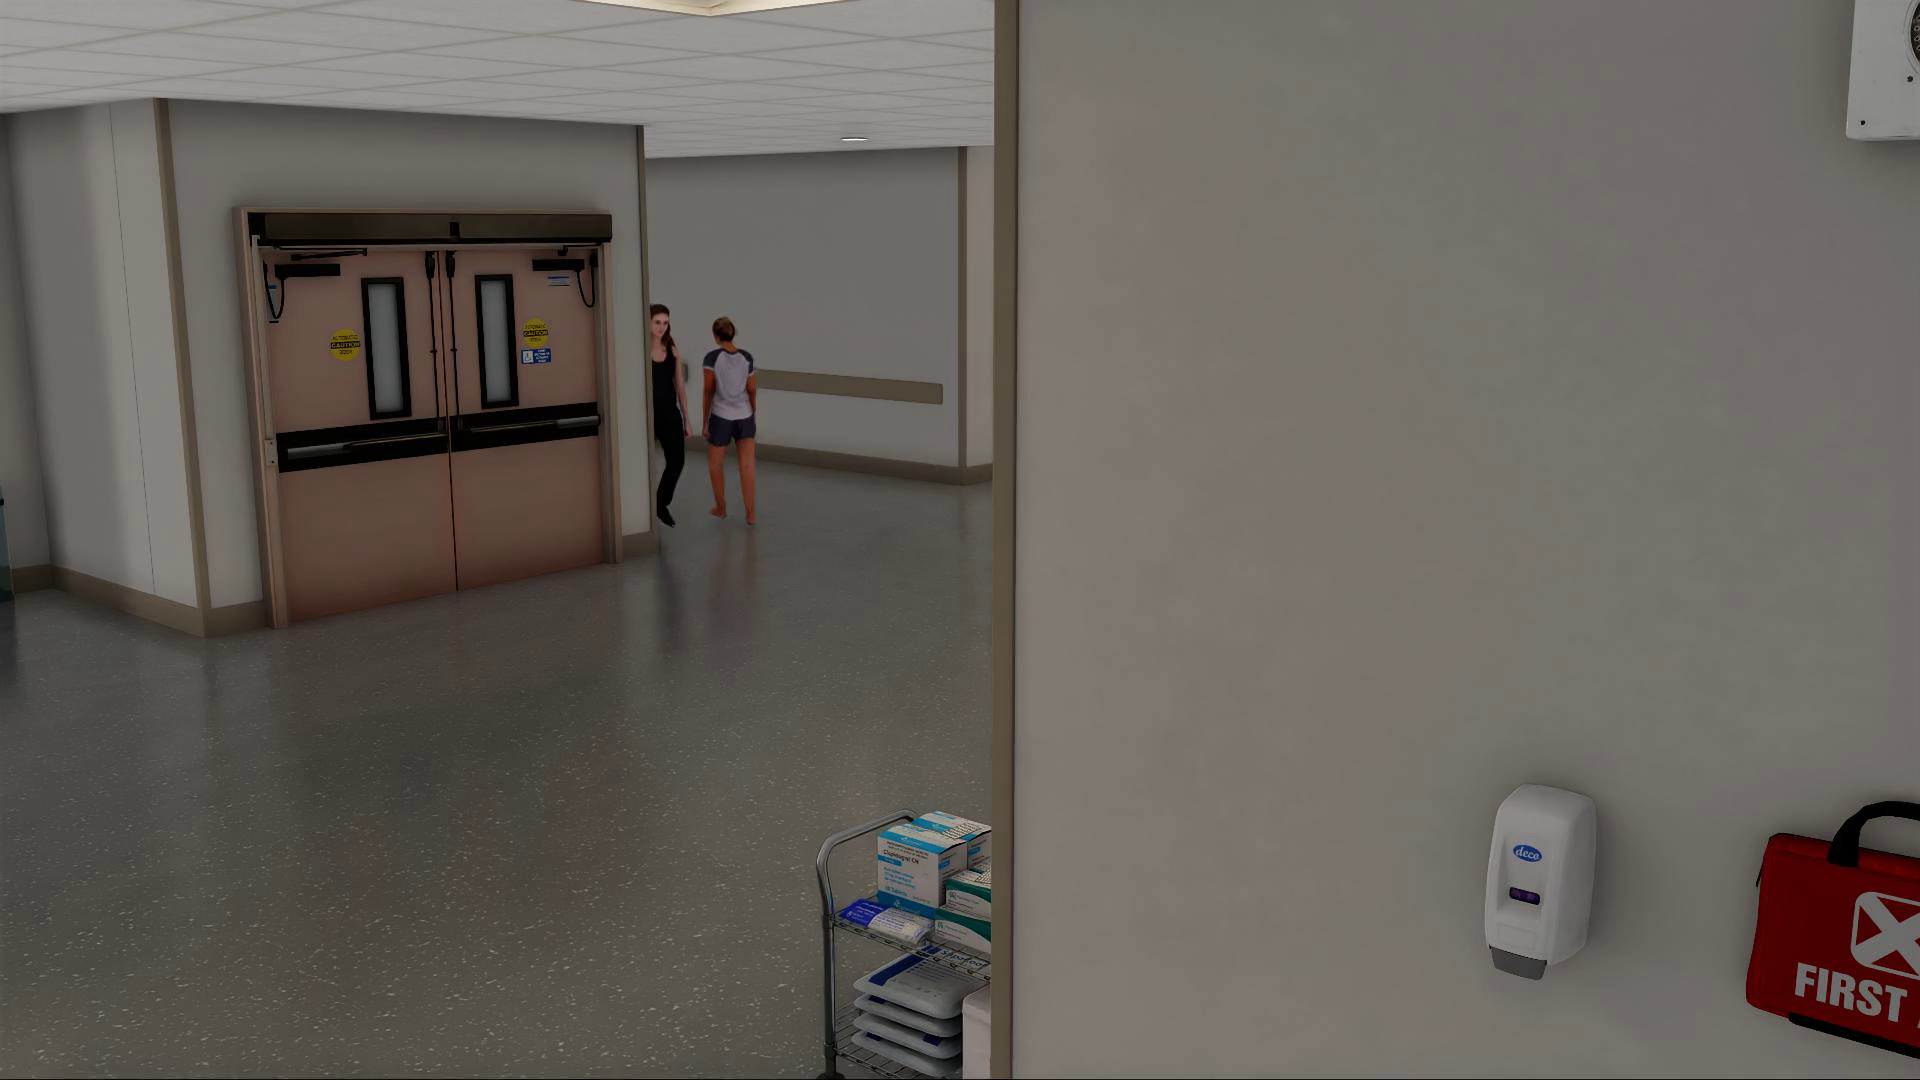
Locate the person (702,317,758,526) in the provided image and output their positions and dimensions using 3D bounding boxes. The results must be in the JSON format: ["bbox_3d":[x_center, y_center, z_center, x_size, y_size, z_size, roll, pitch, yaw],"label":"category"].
[{"bbox_3d":[-1.761,-0.894,12.845,0.915,1.597,0.915,-4,11,-21],"label":"person"}]

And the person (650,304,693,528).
[{"bbox_3d":[-2.343,-0.927,12.698,0.817,1.716,0.909,-5,12,-25],"label":"person"}]
